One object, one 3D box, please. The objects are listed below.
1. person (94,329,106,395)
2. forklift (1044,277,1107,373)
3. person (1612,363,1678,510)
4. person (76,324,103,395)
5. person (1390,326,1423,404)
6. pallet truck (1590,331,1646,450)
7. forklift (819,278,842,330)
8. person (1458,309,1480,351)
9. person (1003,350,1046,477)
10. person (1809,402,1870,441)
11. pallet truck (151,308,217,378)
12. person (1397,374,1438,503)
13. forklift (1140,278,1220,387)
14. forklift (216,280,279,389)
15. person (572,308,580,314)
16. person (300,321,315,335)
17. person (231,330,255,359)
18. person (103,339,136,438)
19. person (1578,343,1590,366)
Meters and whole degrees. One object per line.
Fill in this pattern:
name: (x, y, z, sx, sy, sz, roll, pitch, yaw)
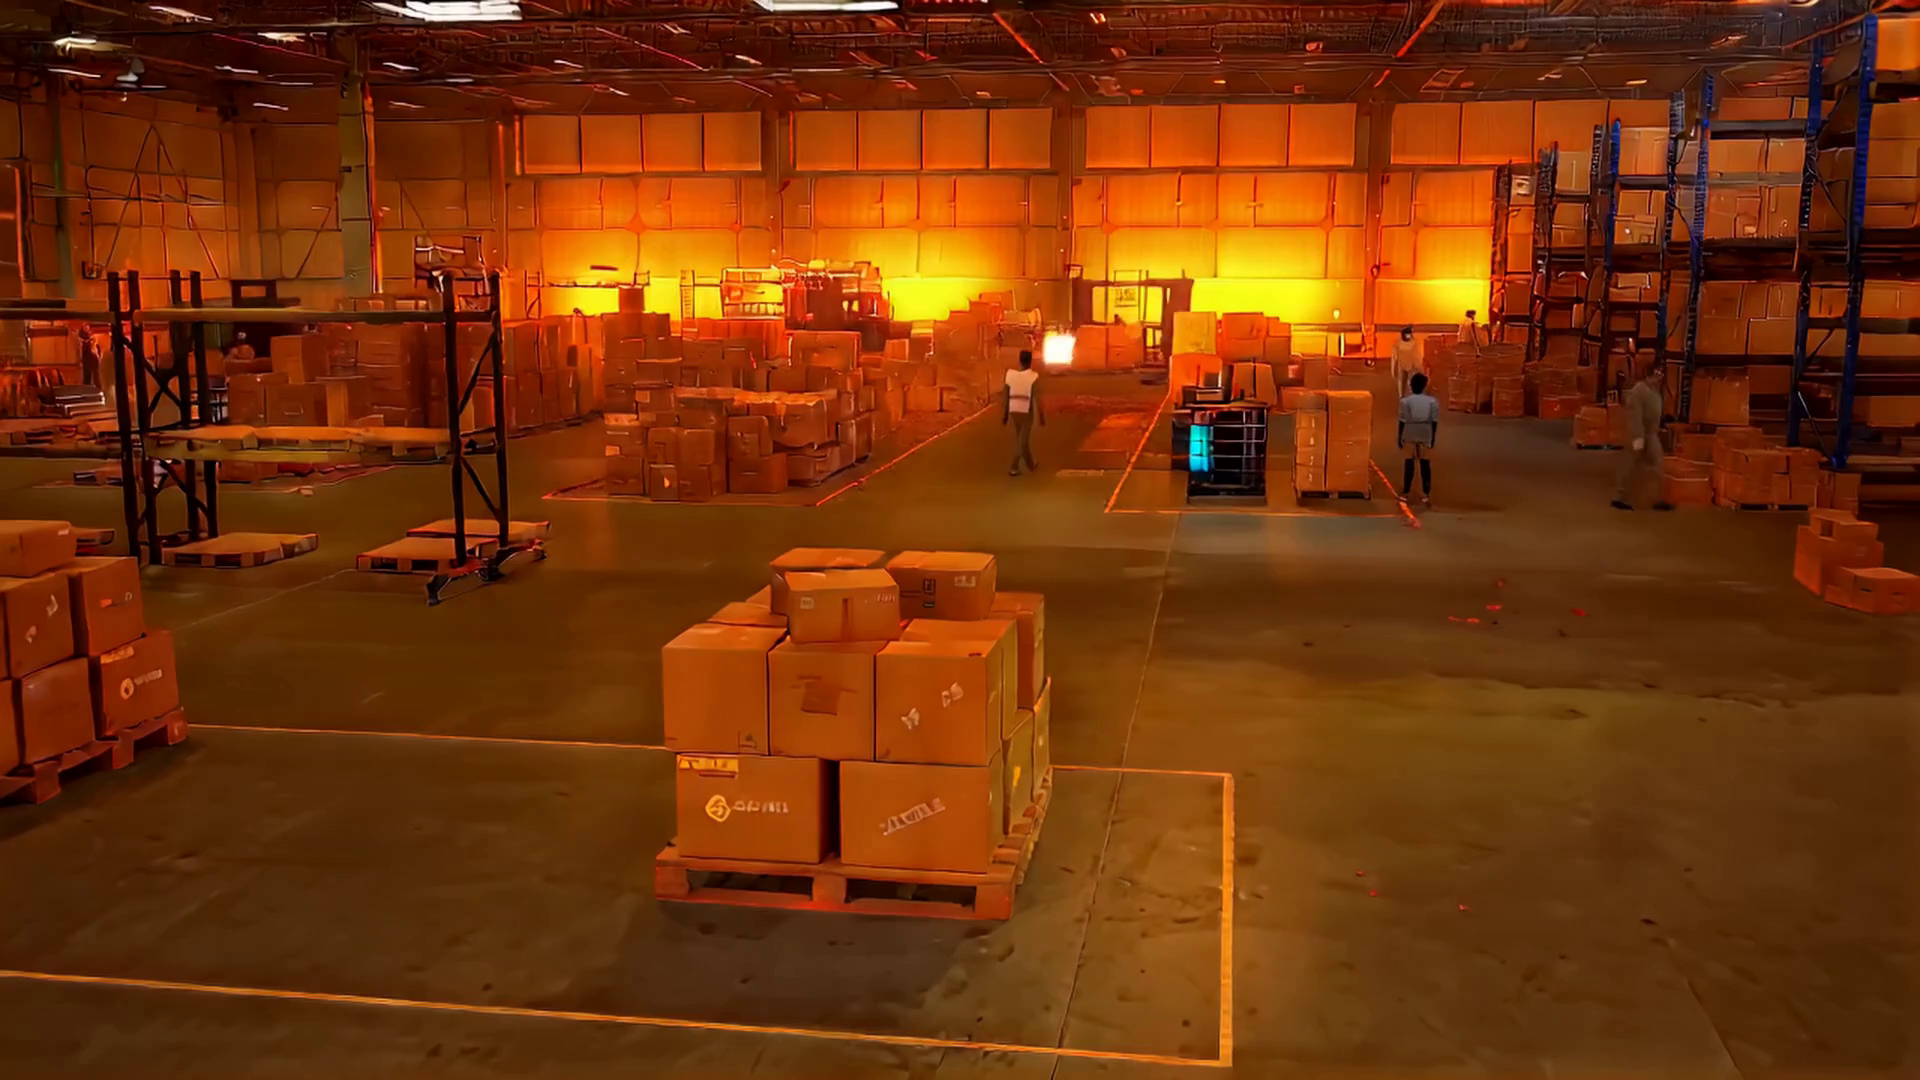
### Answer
person: (-20.935, -4.333, 40.498, 0.373, 1.623, 0.510, 2, 9, 14)
forklift: (3.461, -6.347, 49.061, 1.873, 2.768, 1.129, 2, 9, 9)
person: (8.696, -1.291, 20.984, 0.689, 1.863, 0.884, -8, 12, -41)
person: (-19.370, -3.880, 37.039, 0.505, 1.842, 0.347, -2, 9, -12)
person: (9.206, -3.465, 34.330, 0.640, 1.906, 0.969, 3, 10, 18)
pallet truck: (11.253, -2.573, 28.499, 0.823, 1.965, 1.885, 5, 10, 27)
forklift: (-3.270, -5.243, 42.251, 1.873, 2.768, 1.129, 1, 9, 9)
person: (13.894, -5.306, 45.362, 0.622, 1.993, 0.382, 8, 12, 41)
person: (0.959, -1.884, 24.673, 0.618, 1.863, 1.026, 6, 11, 35)
person: (15.802, -2.717, 29.654, 0.998, 1.914, 0.622, 1, 9, 8)
pallet truck: (-21.869, -5.598, 47.154, 0.823, 1.965, 1.885, 4, 10, 26)
person: (5.962, -1.324, 21.716, 0.532, 1.698, 0.319, 0, 9, -1)
forklift: (5.749, -5.393, 43.175, 1.873, 2.768, 1.129, -1, 9, -7)
forklift: (-15.499, -4.338, 36.670, 1.129, 2.768, 1.873, 1, 9, 5)
person: (-11.649, -6.097, 50.573, 0.549, 1.885, 0.965, 1, 9, 7)
person: (-16.041, -4.574, 41.136, 0.650, 1.892, 0.977, 0, 9, 1)
person: (-15.716, -3.741, 36.519, 0.480, 1.734, 0.331, -3, 10, -17)
person: (-15.005, -2.753, 29.834, 0.640, 1.921, 0.577, 1, 9, 5)
person: (14.723, -4.107, 39.085, 0.360, 1.624, 0.541, 3, 10, 17)
